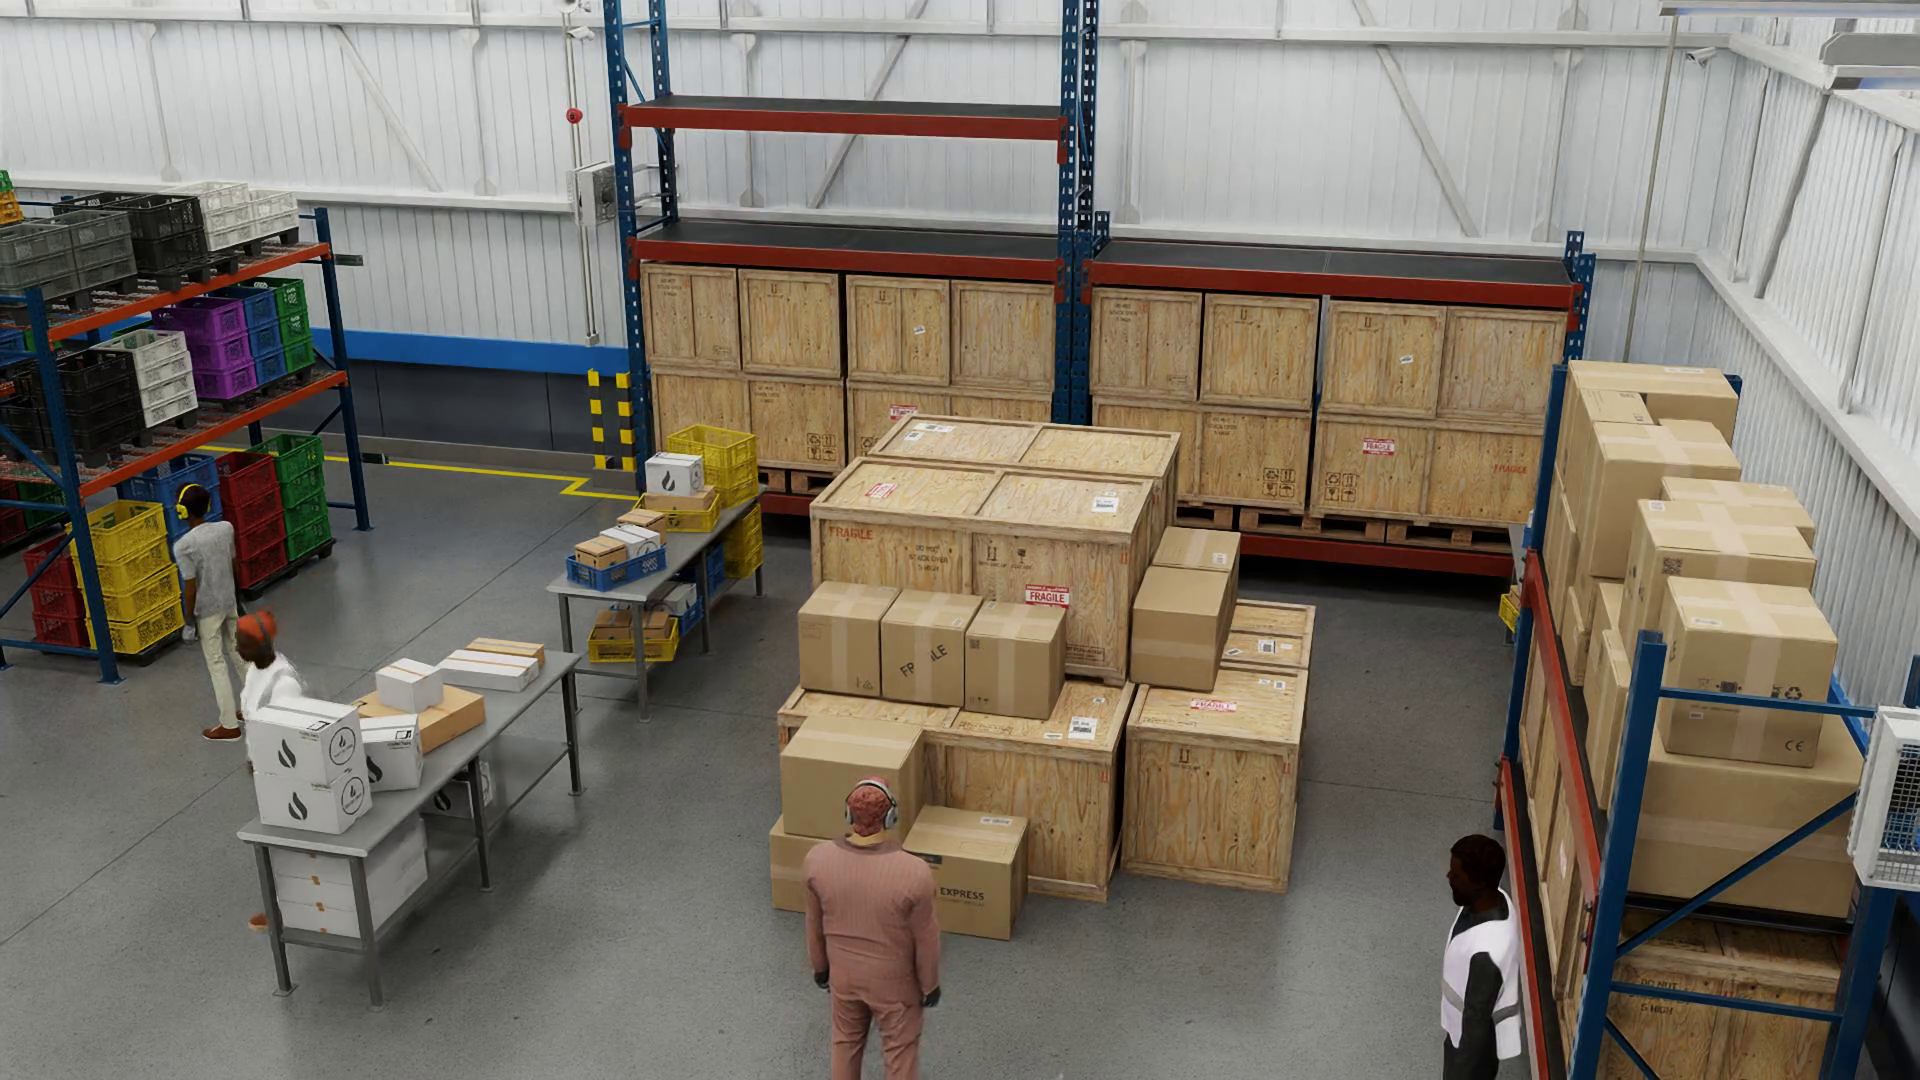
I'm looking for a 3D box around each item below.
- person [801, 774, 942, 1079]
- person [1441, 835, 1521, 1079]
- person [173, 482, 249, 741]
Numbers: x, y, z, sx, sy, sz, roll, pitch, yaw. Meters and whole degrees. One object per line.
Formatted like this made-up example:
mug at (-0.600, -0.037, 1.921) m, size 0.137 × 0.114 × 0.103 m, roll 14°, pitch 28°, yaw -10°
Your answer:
person at (-0.387, 1.954, 7.641) m, size 0.650 × 1.900 × 0.400 m, roll 8°, pitch 22°, yaw 20°
person at (2.203, 2.131, 7.164) m, size 0.407 × 1.907 × 0.598 m, roll 6°, pitch 22°, yaw 15°
person at (-5.162, 0.493, 11.493) m, size 0.326 × 1.874 × 0.518 m, roll 9°, pitch 23°, yaw 22°
